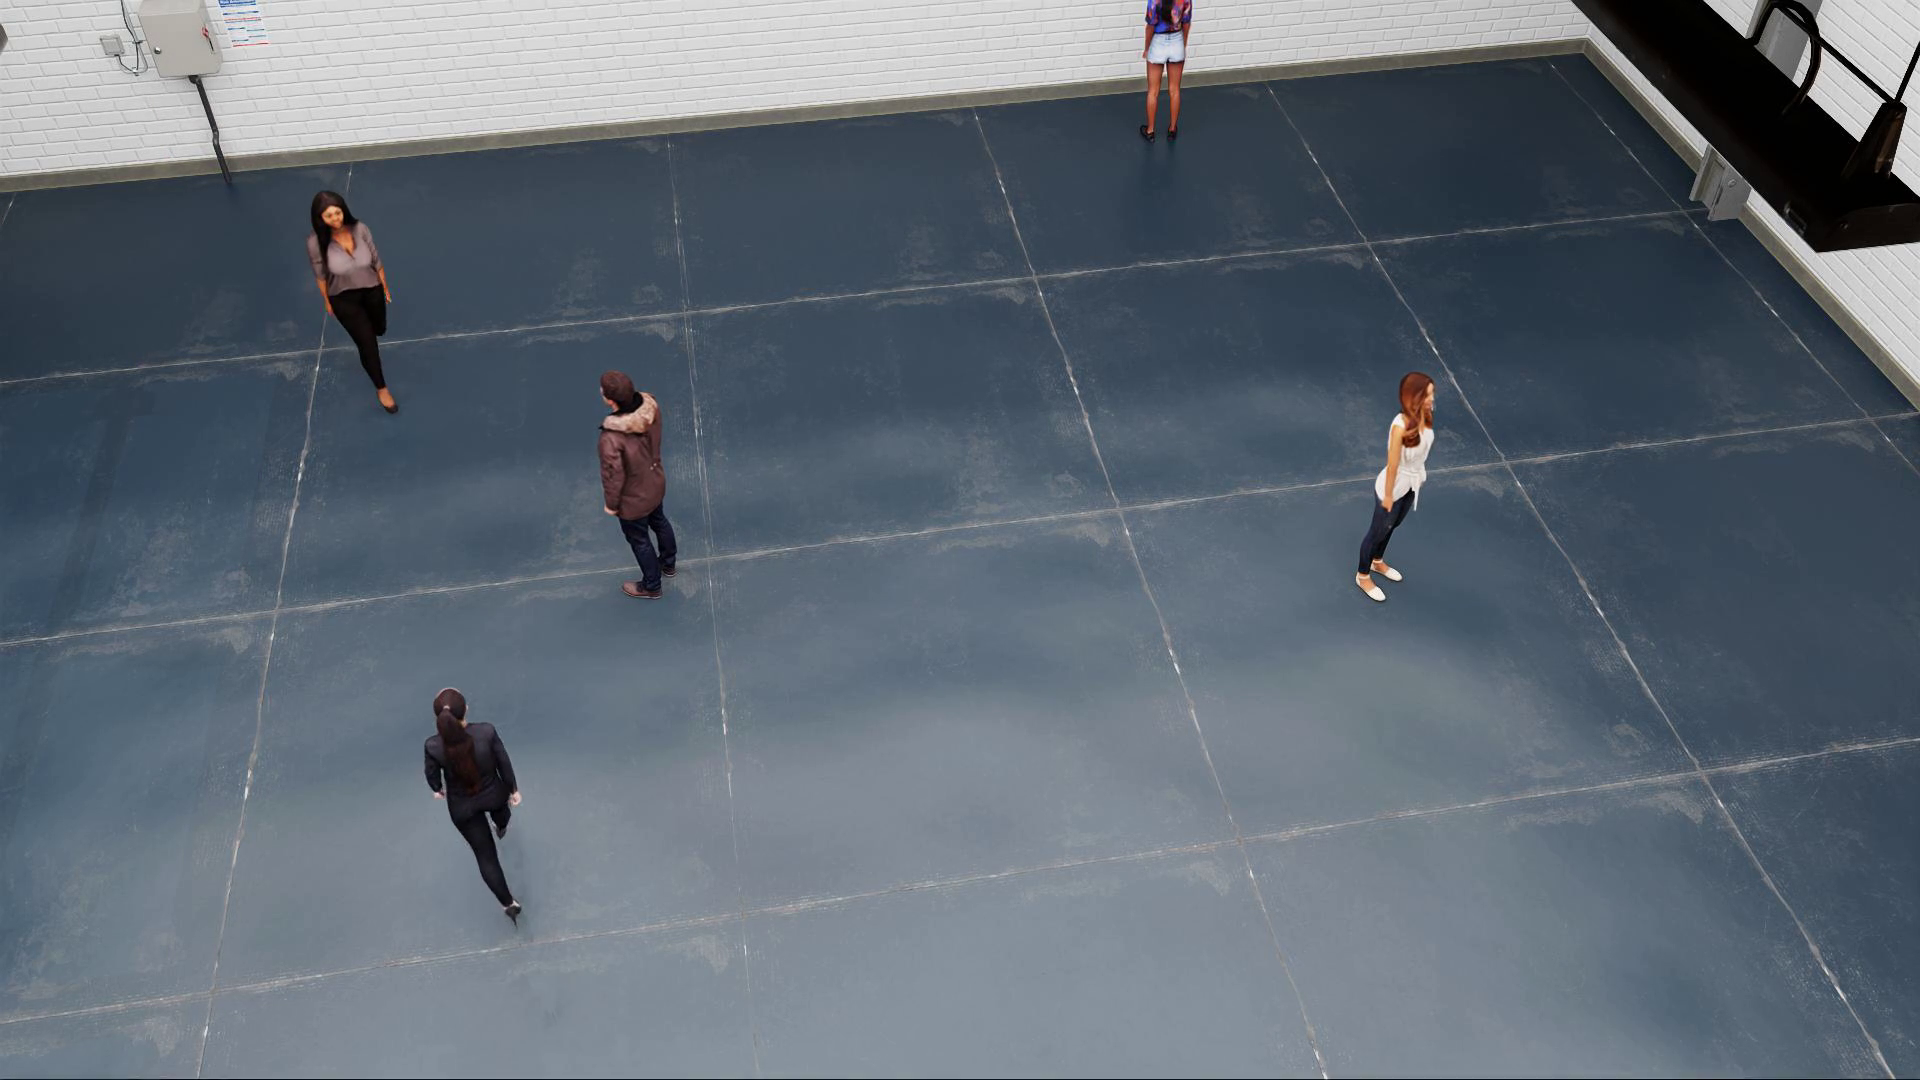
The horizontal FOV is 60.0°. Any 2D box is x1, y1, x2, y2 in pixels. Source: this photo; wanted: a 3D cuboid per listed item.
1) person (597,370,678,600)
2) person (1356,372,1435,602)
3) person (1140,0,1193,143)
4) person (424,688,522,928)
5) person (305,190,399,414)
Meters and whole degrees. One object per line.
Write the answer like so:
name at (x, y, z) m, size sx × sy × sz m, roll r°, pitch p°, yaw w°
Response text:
person at (-2.134, -0.370, 10.985) m, size 0.935 × 1.848 × 0.828 m, roll 16°, pitch 46°, yaw 16°
person at (2.896, -0.378, 11.037) m, size 0.712 × 1.786 × 0.672 m, roll 32°, pitch 52°, yaw 29°
person at (1.912, -4.525, 15.423) m, size 0.604 × 1.741 × 0.537 m, roll -3°, pitch 44°, yaw -3°
person at (-2.634, 1.502, 9.154) m, size 0.748 × 1.663 × 1.086 m, roll -15°, pitch 46°, yaw -15°
person at (-4.589, -1.860, 12.573) m, size 0.980 × 1.814 × 1.193 m, roll -29°, pitch 51°, yaw -27°
